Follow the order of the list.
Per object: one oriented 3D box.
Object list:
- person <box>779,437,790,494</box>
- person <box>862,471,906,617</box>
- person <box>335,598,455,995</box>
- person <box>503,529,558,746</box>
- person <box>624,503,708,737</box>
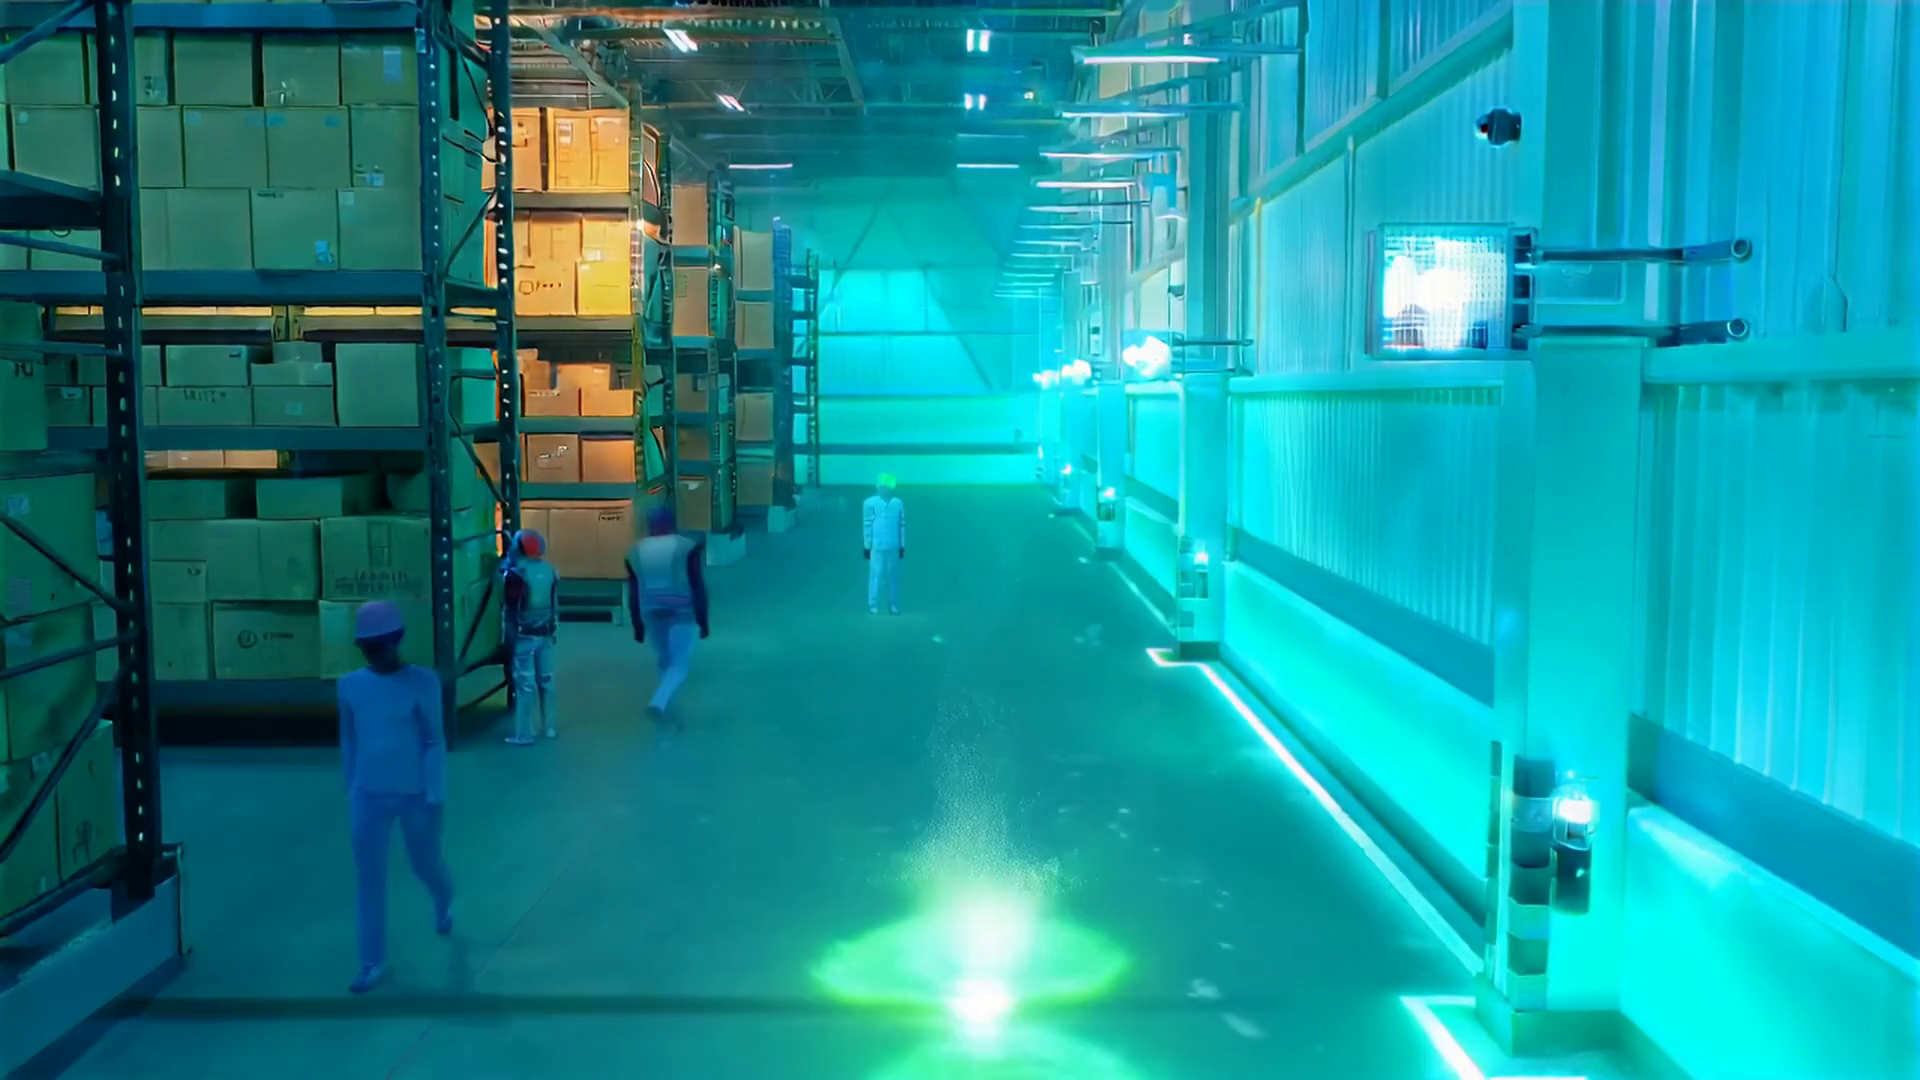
[{"bbox_3d":[-4.007,-1.487,37.800,0.342,1.730,0.502,0,5,-3],"label":"person"},{"bbox_3d":[-0.895,0.051,19.863,0.568,1.744,0.352,-3,6,-31],"label":"person"},{"bbox_3d":[-2.568,1.107,7.602,0.520,1.734,0.759,0,5,1],"label":"person"},{"bbox_3d":[-3.234,0.732,12.579,0.315,1.631,0.524,3,6,29],"label":"person"},{"bbox_3d":[-2.289,0.623,12.826,0.642,1.813,0.780,1,5,17],"label":"person"}]
